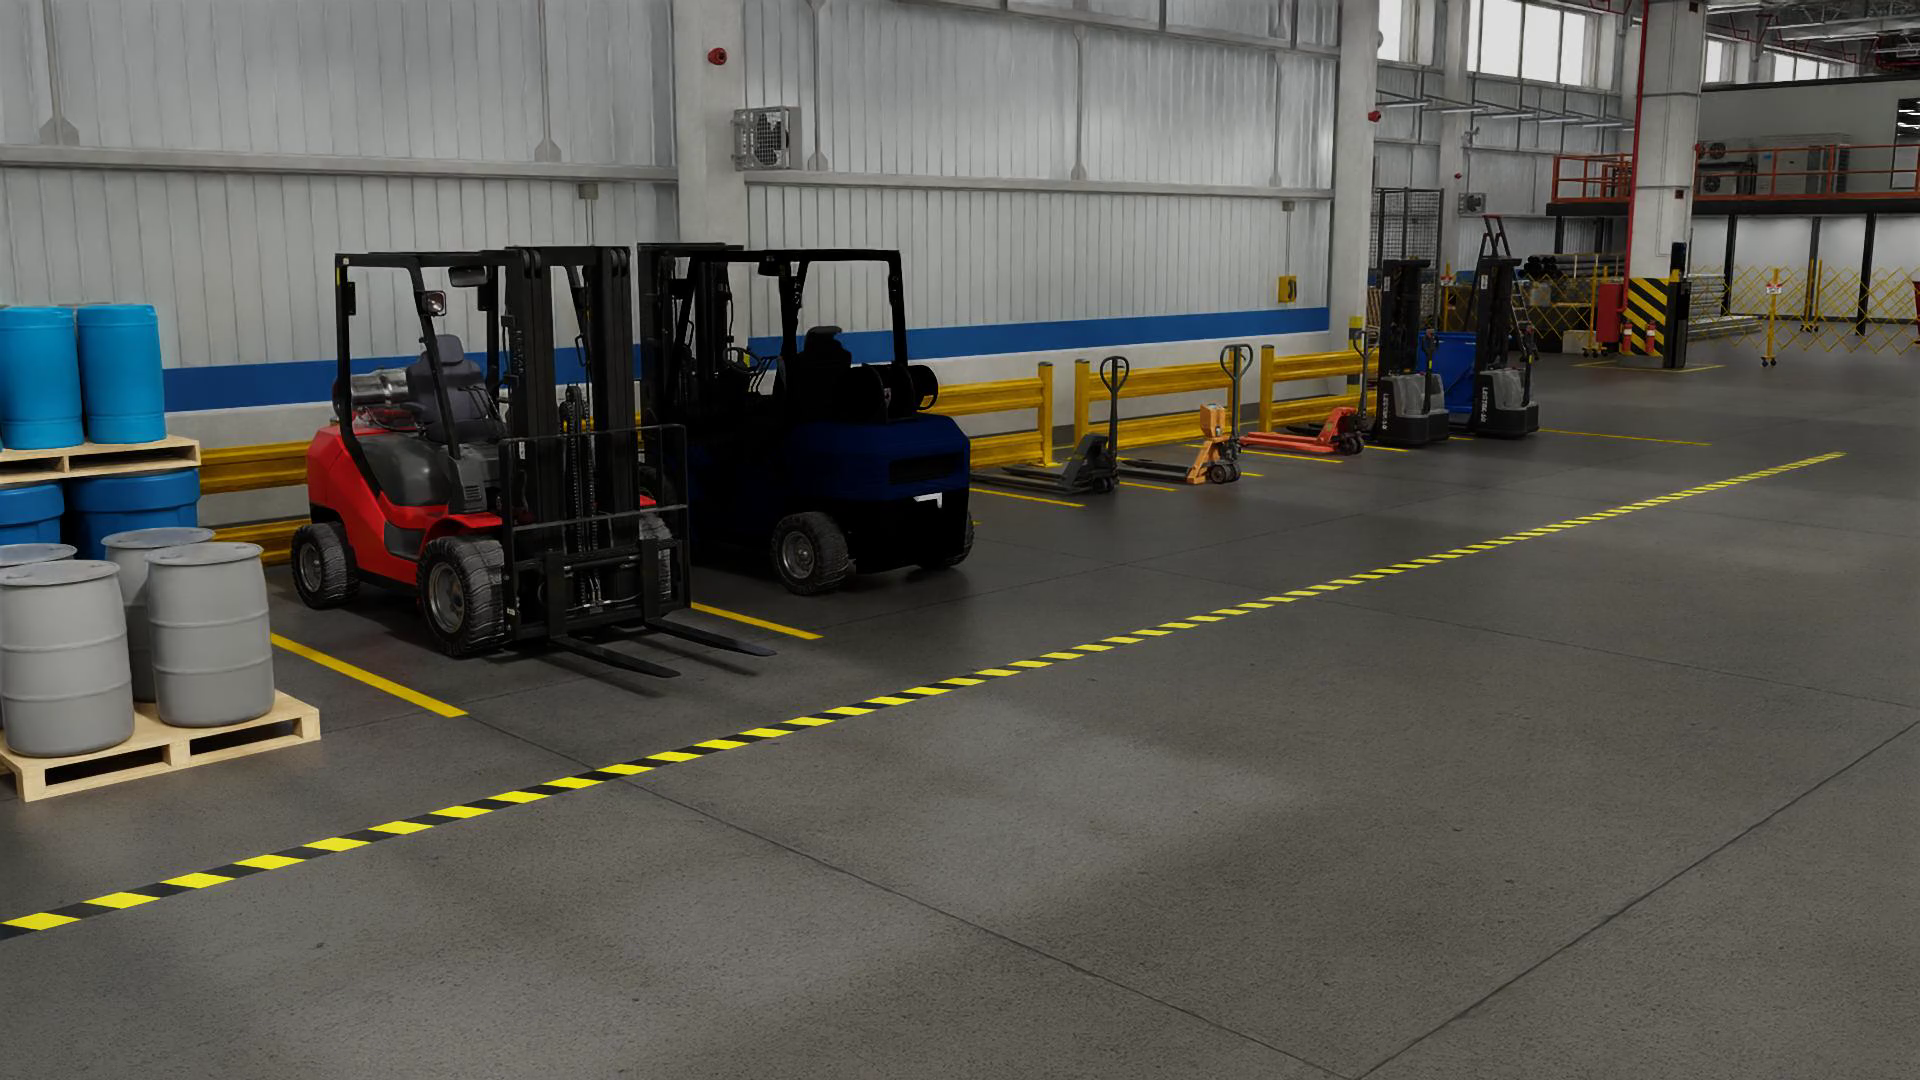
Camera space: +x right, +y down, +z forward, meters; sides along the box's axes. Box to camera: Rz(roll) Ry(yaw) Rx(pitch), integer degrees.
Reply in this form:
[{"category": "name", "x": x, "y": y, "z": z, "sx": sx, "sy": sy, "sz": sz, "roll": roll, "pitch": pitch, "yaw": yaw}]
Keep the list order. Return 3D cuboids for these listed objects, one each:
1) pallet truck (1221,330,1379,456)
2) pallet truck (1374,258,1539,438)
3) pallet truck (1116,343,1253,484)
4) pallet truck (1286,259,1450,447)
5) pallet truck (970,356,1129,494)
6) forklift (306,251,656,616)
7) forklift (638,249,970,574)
[{"category": "pallet truck", "x": 3.563, "y": -1.581, "z": 17.381, "sx": 0.653, "sy": 1.274, "sz": 1.630, "roll": -10, "pitch": 14, "yaw": -44}, {"category": "pallet truck", "x": 5.704, "y": -2.208, "z": 18.901, "sx": 1.885, "sy": 1.965, "sz": 0.823, "roll": 10, "pitch": 14, "yaw": 43}, {"category": "pallet truck", "x": 1.962, "y": -1.215, "z": 15.415, "sx": 1.522, "sy": 1.261, "sz": 0.704, "roll": 10, "pitch": 14, "yaw": 43}, {"category": "pallet truck", "x": 4.493, "y": -2.078, "z": 18.196, "sx": 0.823, "sy": 1.965, "sz": 1.885, "roll": -9, "pitch": 14, "yaw": -40}, {"category": "pallet truck", "x": 0.784, "y": -1.085, "z": 14.876, "sx": 0.680, "sy": 1.201, "sz": 1.601, "roll": -10, "pitch": 14, "yaw": -44}, {"category": "forklift", "x": -2.833, "y": -0.669, "z": 9.694, "sx": 1.157, "sy": 1.987, "sz": 2.680, "roll": -10, "pitch": 14, "yaw": -44}, {"category": "forklift", "x": -1.173, "y": -0.958, "z": 11.239, "sx": 2.680, "sy": 1.987, "sz": 1.157, "roll": 10, "pitch": 14, "yaw": 43}]
